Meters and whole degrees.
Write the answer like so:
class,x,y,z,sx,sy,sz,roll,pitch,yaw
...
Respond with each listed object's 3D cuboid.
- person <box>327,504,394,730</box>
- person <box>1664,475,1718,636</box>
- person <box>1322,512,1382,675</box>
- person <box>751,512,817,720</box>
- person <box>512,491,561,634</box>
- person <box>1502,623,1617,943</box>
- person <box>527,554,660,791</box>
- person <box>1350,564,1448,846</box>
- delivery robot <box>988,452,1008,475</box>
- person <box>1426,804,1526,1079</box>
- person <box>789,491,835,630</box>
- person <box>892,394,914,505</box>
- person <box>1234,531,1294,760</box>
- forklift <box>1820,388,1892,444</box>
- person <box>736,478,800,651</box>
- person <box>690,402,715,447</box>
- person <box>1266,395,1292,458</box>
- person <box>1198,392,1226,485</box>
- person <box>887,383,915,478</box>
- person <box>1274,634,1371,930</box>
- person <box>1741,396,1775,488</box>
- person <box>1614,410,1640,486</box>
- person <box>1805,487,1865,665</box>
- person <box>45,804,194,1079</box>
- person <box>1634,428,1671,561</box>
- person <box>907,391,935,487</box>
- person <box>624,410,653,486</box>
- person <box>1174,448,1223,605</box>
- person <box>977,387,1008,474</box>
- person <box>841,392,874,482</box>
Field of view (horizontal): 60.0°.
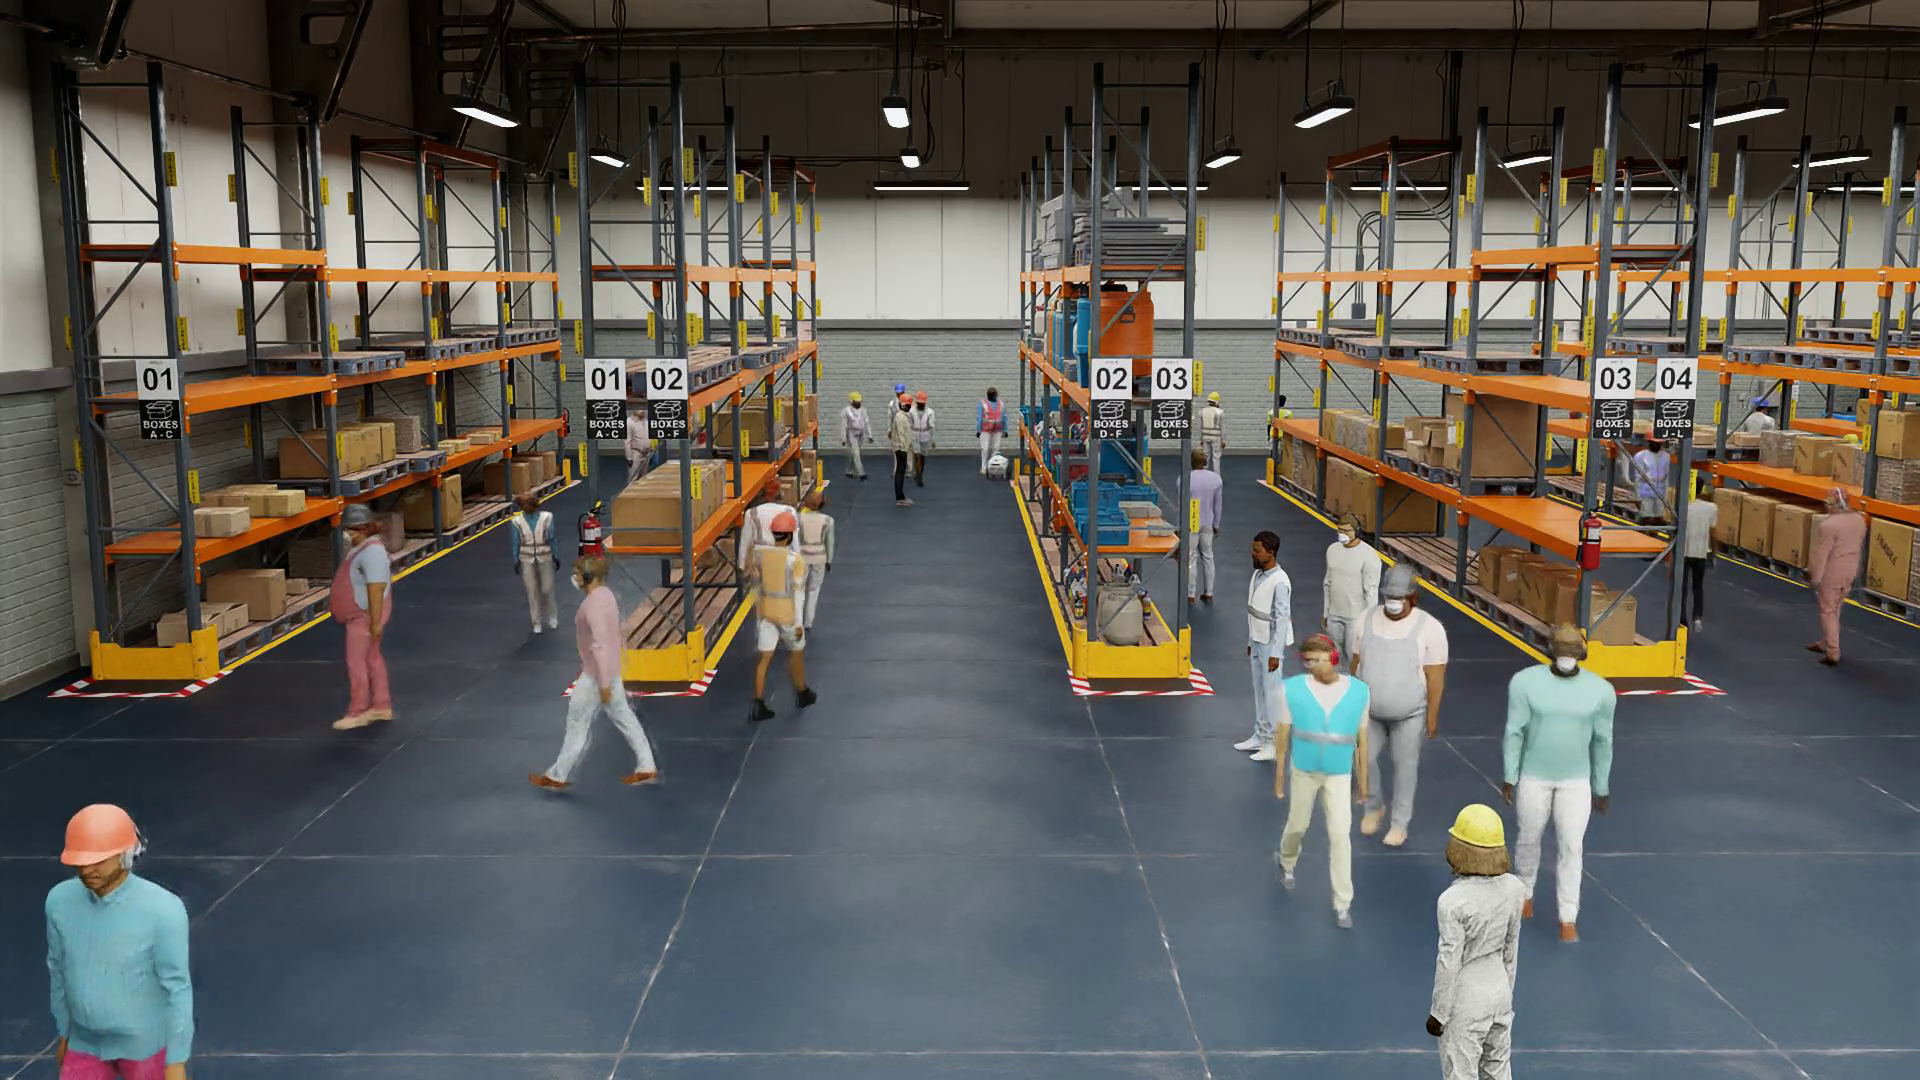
class,x,y,z,sx,sy,sz,roll,pitch,yaw
person,-5.388,0.660,14.901,0.568,2.000,0.707,-4,10,-26
person,8.163,0.181,18.567,0.564,1.857,0.422,1,9,8
person,3.511,0.700,15.005,0.375,1.933,0.625,-5,10,-30
person,-1.646,0.684,15.266,0.560,1.885,0.985,4,10,24
person,-4.811,0.248,18.896,0.542,1.613,0.382,-1,9,-5
person,3.651,1.453,10.194,0.640,1.946,0.492,3,9,18
person,-2.852,1.035,13.004,1.033,1.884,0.654,0,9,-1
person,3.050,1.154,11.721,0.700,2.000,0.537,5,10,31
delivery robot,0.764,-1.518,33.369,0.477,0.478,0.707,1,9,9
person,2.223,1.998,7.246,0.487,1.744,0.294,-6,10,-32
person,-1.690,0.247,18.913,0.549,1.613,0.464,-1,9,-4
person,-1.009,-1.620,29.737,0.394,1.987,0.608,0,9,-2
person,2.574,0.874,13.918,0.392,1.919,0.591,-2,9,-12
forklift,20.072,-3.110,36.462,1.873,2.768,1.129,0,9,0
person,-2.078,0.259,18.022,0.715,1.866,0.517,-2,9,-11
person,-5.261,-2.272,34.248,0.697,1.925,0.778,3,9,16
person,6.480,-2.093,33.708,0.540,1.695,0.317,4,9,21
person,4.949,-1.975,32.512,0.586,1.835,0.404,8,12,40
person,-1.205,-2.228,33.802,0.606,1.939,0.410,4,10,25
person,2.295,1.459,10.565,0.591,1.801,0.878,1,9,7
person,14.261,-1.595,29.729,0.414,1.941,0.610,-7,11,-38
person,12.986,-1.975,32.547,0.636,1.823,0.618,-6,11,-35
person,9.149,0.352,17.475,0.705,1.863,0.707,-5,10,-28
person,-3.318,1.993,6.518,0.660,1.972,0.586,1,9,7
person,9.875,-0.657,23.722,0.553,1.936,0.374,-2,9,-10
person,-0.775,-2.008,32.621,0.557,1.886,0.865,-1,9,-6
person,-5.581,-1.462,28.982,0.409,1.908,0.639,4,10,26
person,2.936,-0.170,20.565,0.636,1.936,0.355,-3,9,-21
person,0.658,-2.248,34.313,0.699,1.826,0.458,-3,9,-19
person,-2.046,-2.067,33.258,0.602,1.781,0.933,-8,12,-43
